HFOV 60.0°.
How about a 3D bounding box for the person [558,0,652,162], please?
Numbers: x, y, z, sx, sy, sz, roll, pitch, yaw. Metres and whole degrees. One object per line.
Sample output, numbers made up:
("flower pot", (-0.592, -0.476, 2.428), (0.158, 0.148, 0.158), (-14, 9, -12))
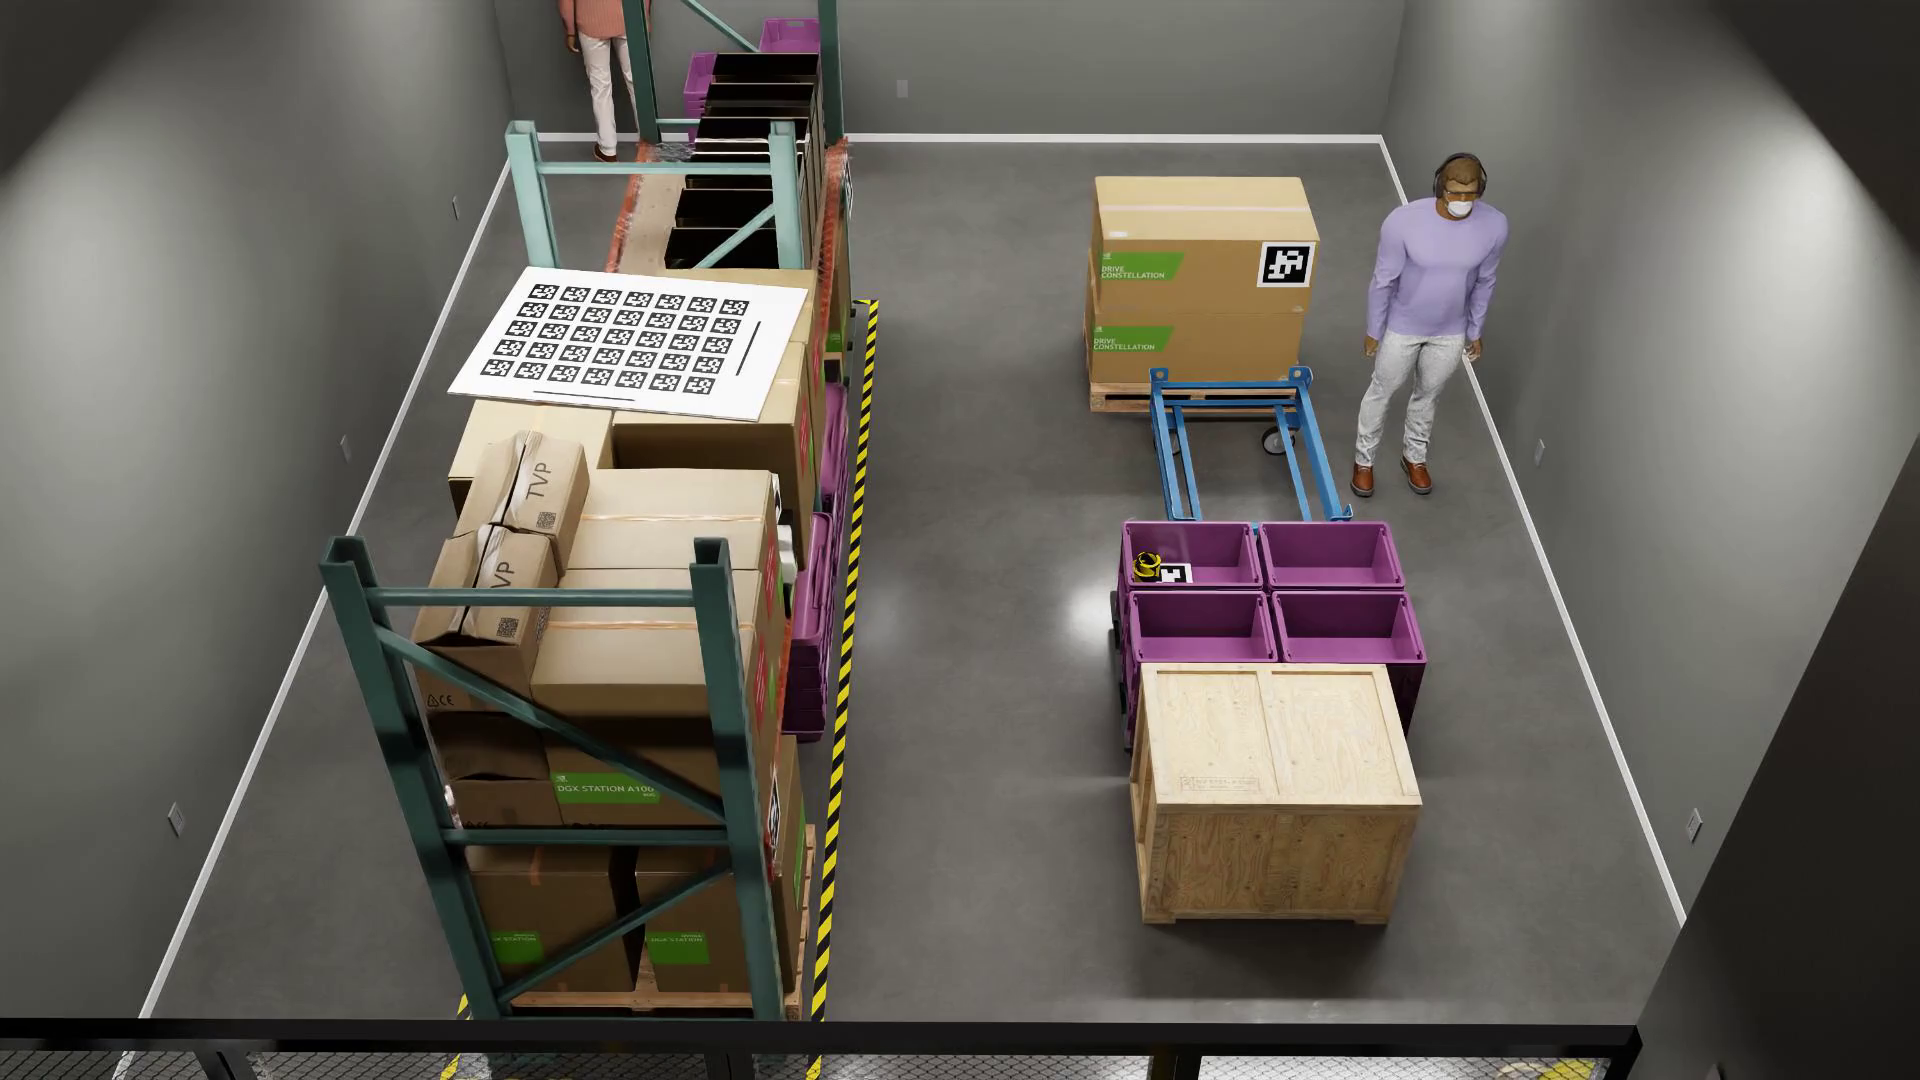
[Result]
("person", (-2.329, -3.421, 10.973), (0.612, 1.995, 0.376), (-16, 44, -18))

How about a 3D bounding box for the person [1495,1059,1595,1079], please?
("person", (1.609, 2.062, 4.840), (0.404, 1.835, 0.589), (6, 42, 7))

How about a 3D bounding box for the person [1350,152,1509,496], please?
("person", (2.330, -1.061, 8.324), (0.627, 1.941, 0.370), (-1, 41, -1))
